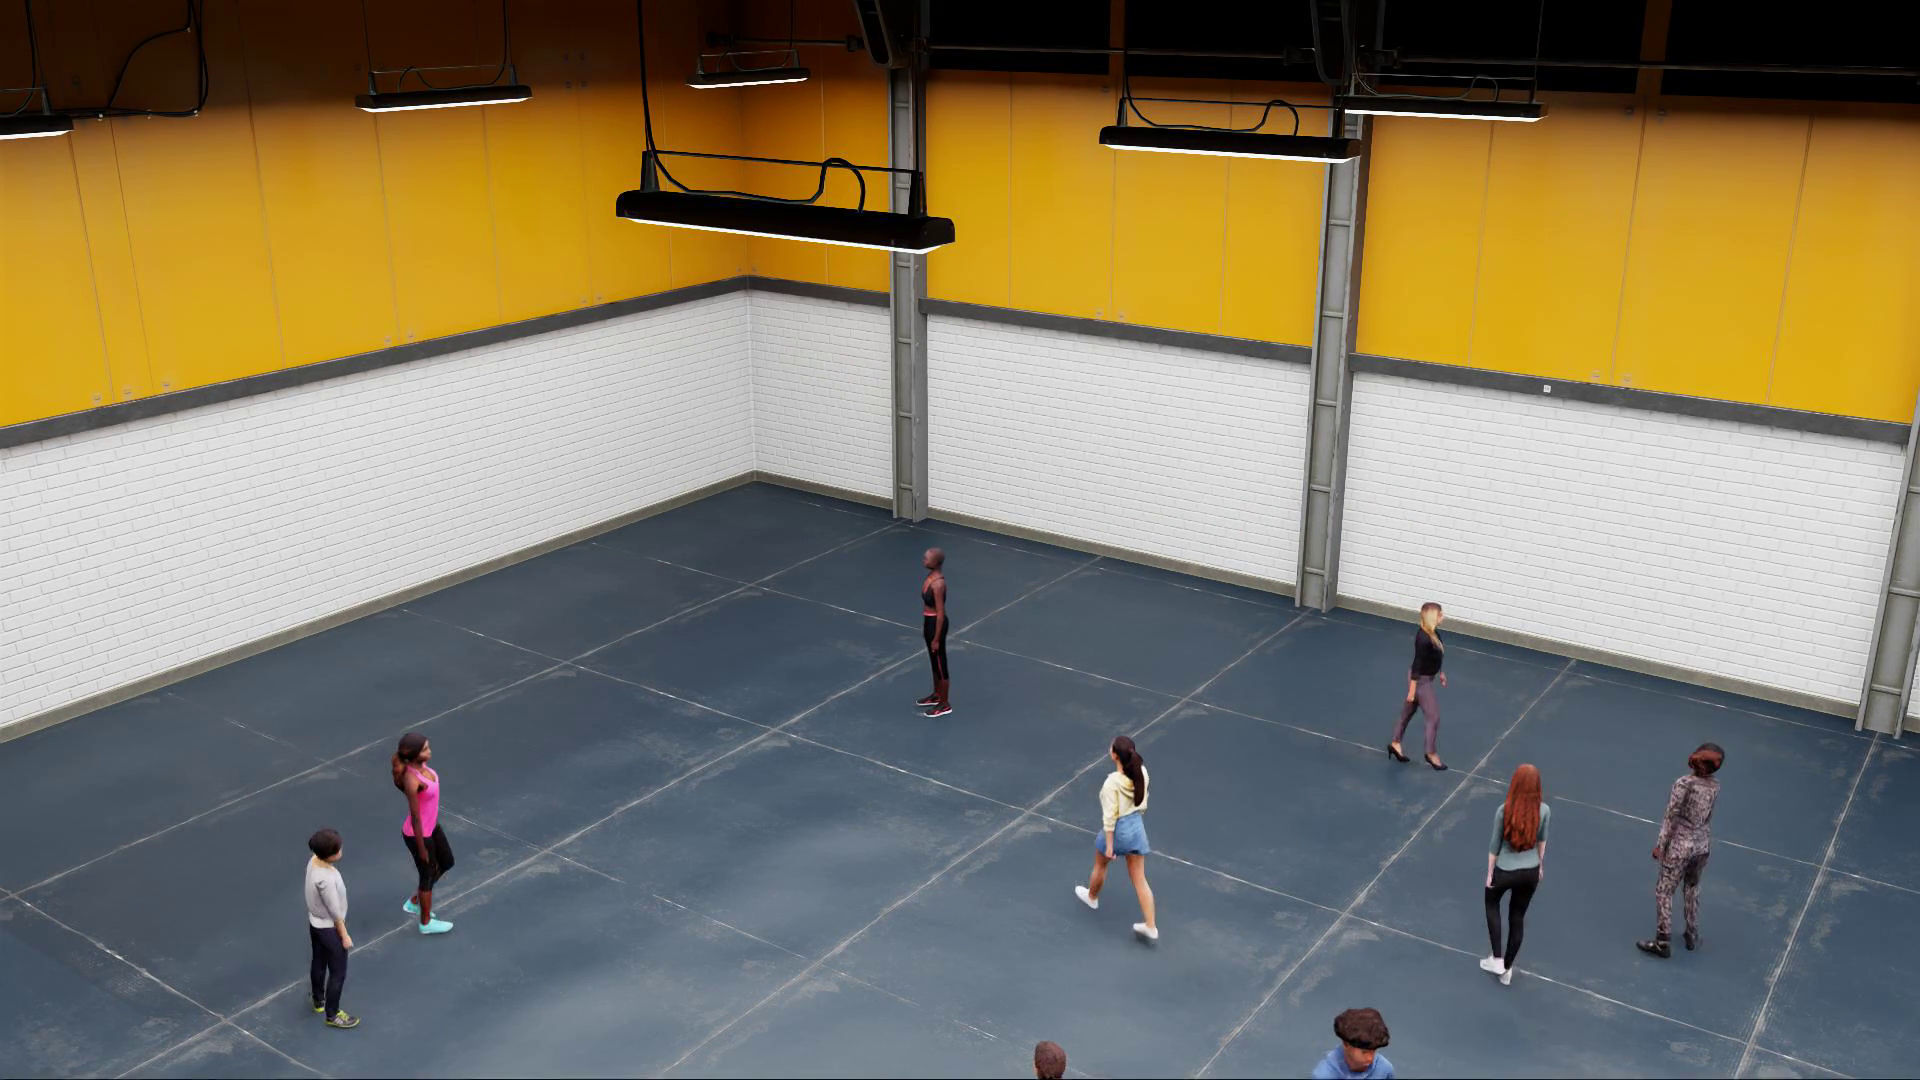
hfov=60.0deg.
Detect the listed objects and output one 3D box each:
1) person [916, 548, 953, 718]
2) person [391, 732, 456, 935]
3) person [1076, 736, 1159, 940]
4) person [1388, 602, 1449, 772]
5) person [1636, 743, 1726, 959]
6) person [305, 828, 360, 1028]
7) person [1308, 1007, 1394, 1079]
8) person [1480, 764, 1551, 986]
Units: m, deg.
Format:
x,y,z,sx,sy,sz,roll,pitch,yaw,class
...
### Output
x,y,z,sx,sy,sz,roll,pitch,yaw,class
-0.226,0.897,16.694,0.735,1.761,0.665,-4,19,-12,person
-4.205,2.252,12.747,0.797,1.713,0.740,-1,19,-4,person
1.312,2.311,12.775,0.915,1.584,1.228,-13,23,-34,person
4.205,1.345,15.539,0.872,1.649,0.753,5,19,15,person
5.512,2.336,12.544,0.744,1.684,0.761,-12,22,-32,person
-4.496,2.698,11.712,0.582,1.529,0.871,16,25,40,person
2.158,3.352,9.374,0.946,1.780,1.003,-1,19,-4,person
4.054,2.469,12.070,0.683,1.734,0.767,0,19,1,person
